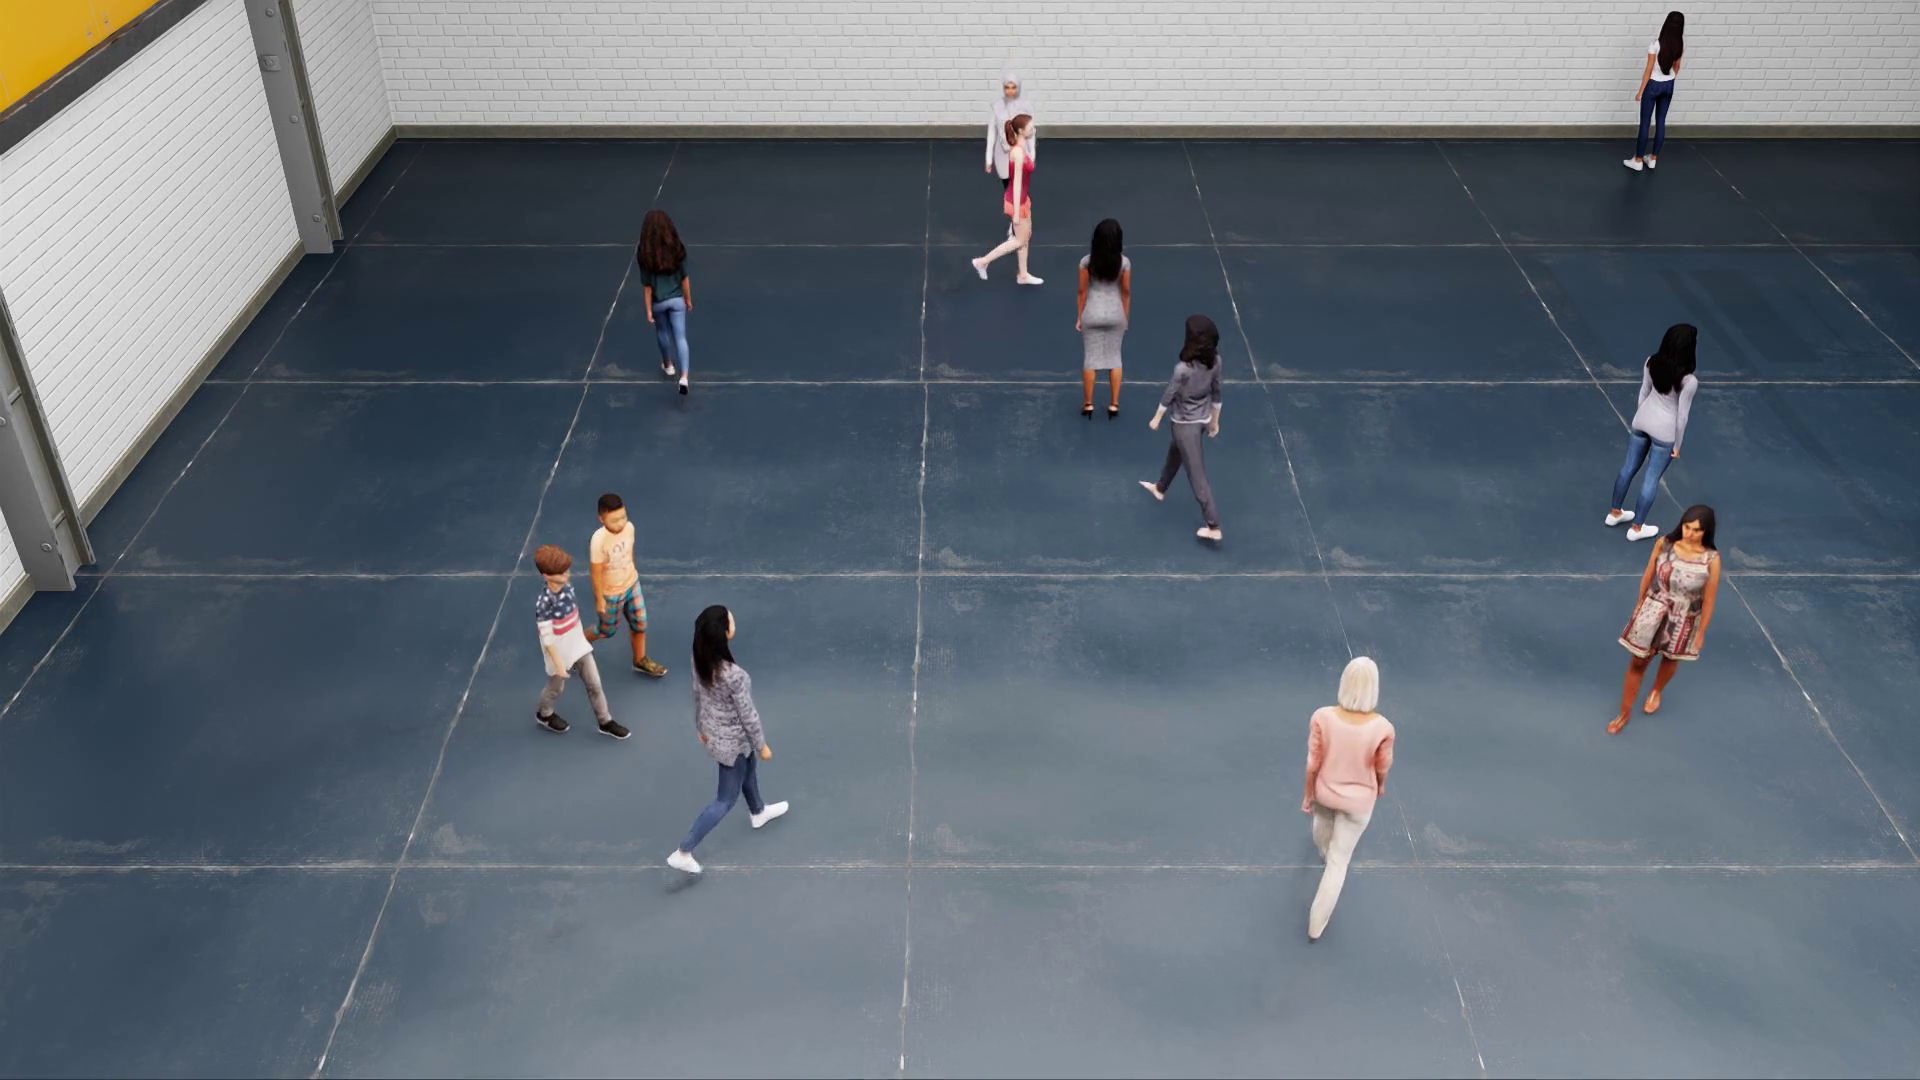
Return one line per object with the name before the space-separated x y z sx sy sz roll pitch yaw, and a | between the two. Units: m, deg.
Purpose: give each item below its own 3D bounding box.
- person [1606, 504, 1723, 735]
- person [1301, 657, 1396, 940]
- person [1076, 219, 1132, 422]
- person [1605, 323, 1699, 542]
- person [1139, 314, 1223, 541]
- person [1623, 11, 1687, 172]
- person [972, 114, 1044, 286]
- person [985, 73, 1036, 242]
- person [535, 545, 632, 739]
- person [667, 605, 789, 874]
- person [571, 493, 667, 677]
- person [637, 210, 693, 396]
person | 4.542 0.433 10.541 0.892 1.620 0.996 19 38 26
person | 2.049 1.433 8.981 0.887 1.681 1.174 13 36 19
person | 1.186 -1.815 13.777 0.587 1.780 0.524 0 34 0
person | 5.132 -0.808 12.304 0.735 1.735 0.624 -18 38 -25
person | 1.761 -0.782 12.286 1.079 1.711 1.227 -23 40 -31
person | 7.822 -5.026 18.614 0.632 1.775 0.588 -7 34 -11
person | 0.473 -3.225 15.943 0.644 1.731 0.867 -2 34 -2
person | 0.541 -3.923 16.981 0.798 1.744 1.059 10 35 14
person | -2.521 0.652 10.393 0.818 1.419 0.888 14 36 20
person | -1.376 1.154 9.382 1.105 1.701 1.127 -23 40 -30
person | -2.309 0.298 10.909 0.874 1.437 0.906 20 38 27
person | -2.491 -1.999 14.231 0.842 1.584 1.149 -10 35 -15
